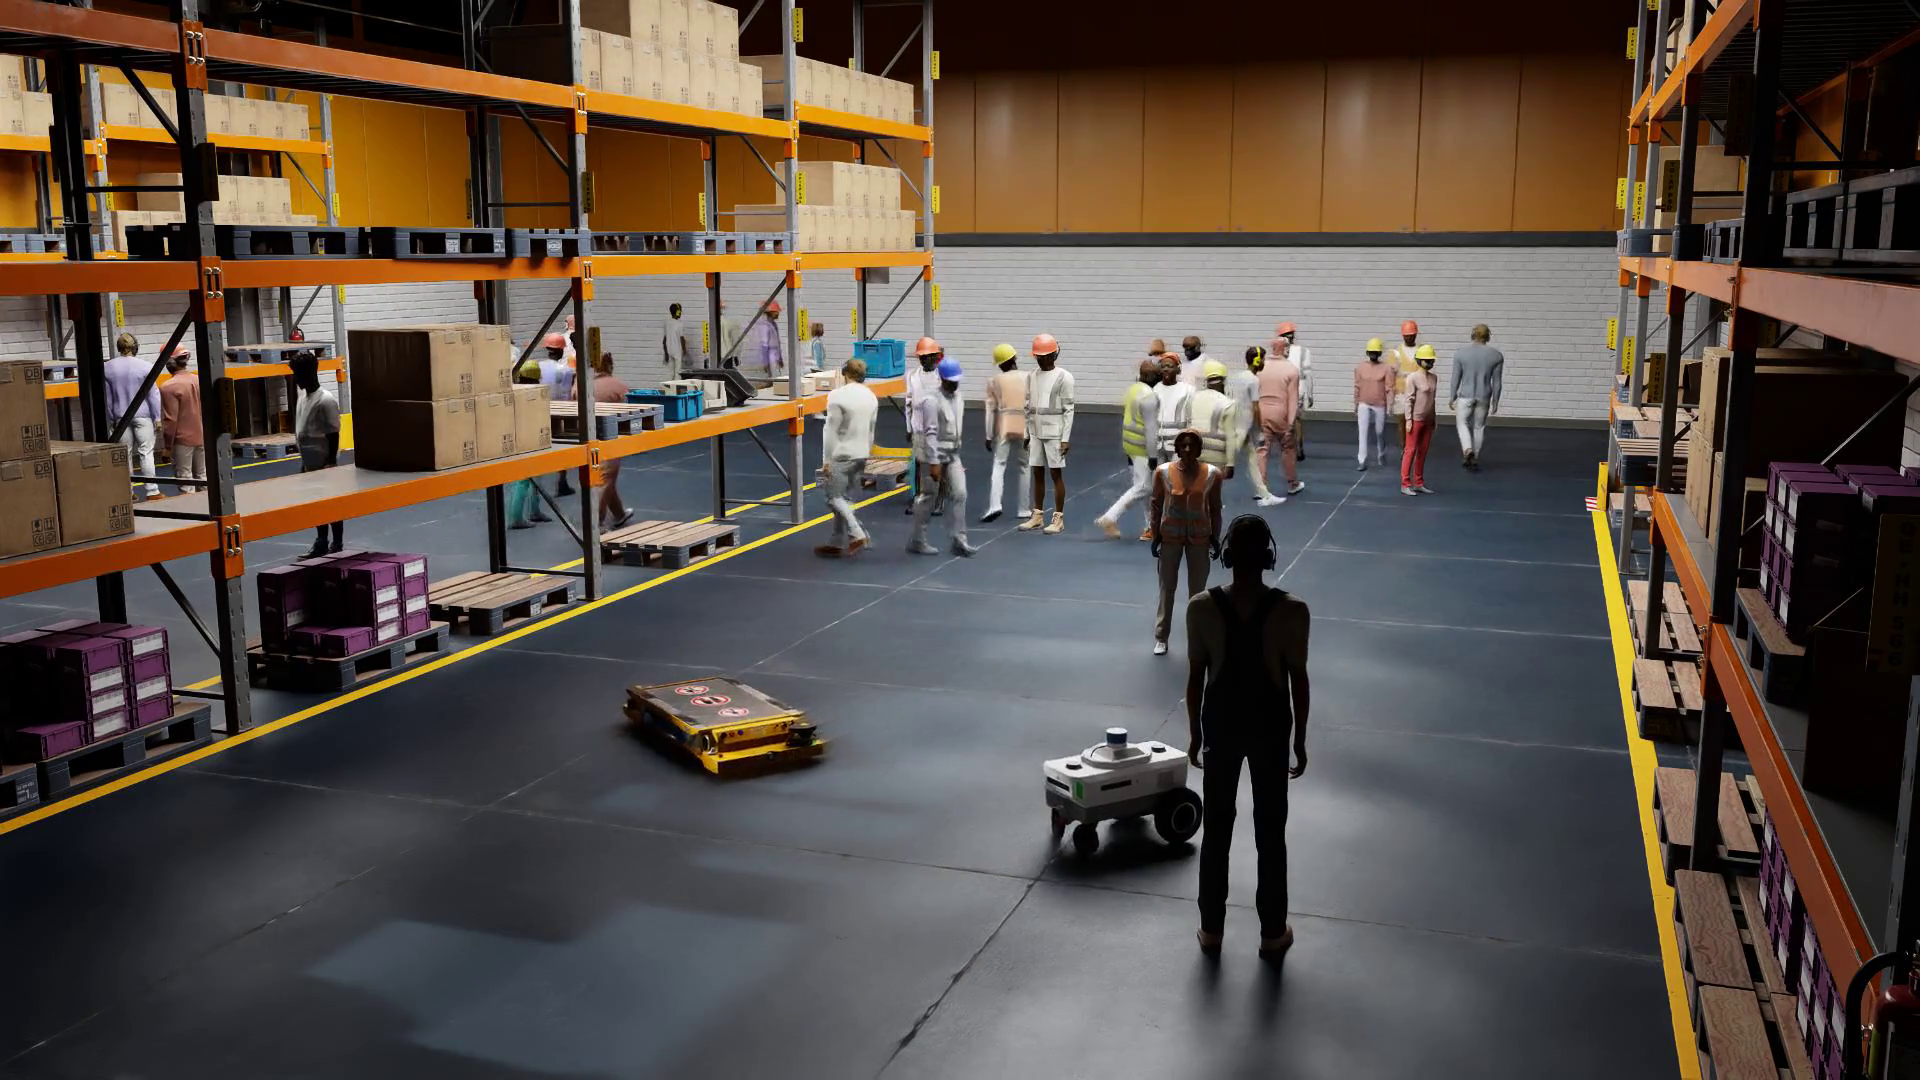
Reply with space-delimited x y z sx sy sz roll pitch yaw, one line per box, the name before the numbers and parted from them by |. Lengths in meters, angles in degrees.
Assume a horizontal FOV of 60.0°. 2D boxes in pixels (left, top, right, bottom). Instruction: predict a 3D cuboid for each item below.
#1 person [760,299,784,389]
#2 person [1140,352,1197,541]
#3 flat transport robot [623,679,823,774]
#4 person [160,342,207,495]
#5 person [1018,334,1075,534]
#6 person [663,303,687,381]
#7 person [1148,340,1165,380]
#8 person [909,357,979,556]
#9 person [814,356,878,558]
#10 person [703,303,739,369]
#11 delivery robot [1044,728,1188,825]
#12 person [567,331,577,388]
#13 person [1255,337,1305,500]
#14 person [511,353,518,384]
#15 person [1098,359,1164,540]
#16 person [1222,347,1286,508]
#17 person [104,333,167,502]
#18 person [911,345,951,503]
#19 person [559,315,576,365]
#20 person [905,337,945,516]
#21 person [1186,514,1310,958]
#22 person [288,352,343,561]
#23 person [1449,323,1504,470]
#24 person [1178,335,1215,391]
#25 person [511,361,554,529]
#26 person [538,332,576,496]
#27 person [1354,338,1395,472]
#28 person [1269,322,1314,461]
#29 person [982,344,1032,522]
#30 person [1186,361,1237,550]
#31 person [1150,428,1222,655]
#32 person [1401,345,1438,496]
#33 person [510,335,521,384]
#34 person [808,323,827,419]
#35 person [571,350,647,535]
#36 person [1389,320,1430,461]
person | -3.223 -3.074 28.204 0.882 2.017 0.638 1 10 5
person | 2.038 -0.906 16.360 0.582 1.884 0.351 6 12 31
flat transport robot | -1.429 1.059 9.839 0.652 0.197 1.431 -6 12 -32
person | -7.661 -0.970 16.436 0.389 1.986 0.608 2 10 12
person | 0.868 -1.074 16.887 0.605 2.035 0.385 9 13 41
person | -5.207 -3.404 30.477 0.532 1.868 0.310 7 12 35
person | 2.827 -2.044 23.629 0.525 1.576 0.910 -5 11 -27
person | -0.156 -0.767 15.531 0.837 1.893 0.633 8 13 37
person | -1.078 -0.759 15.490 0.528 1.891 0.657 6 12 31
person | -4.170 -3.233 29.317 0.775 1.950 0.397 -5 11 -28
delivery robot | 0.764 1.167 8.164 0.707 0.478 0.477 -6 12 -31
person | -5.466 -2.163 23.983 0.320 1.692 0.531 5 11 28
person | 3.712 -1.421 19.333 0.642 1.862 0.933 7 12 35
person | -5.918 -1.791 21.411 0.552 1.854 0.535 -1 10 -4
person | 1.767 -0.887 16.462 0.723 1.816 0.638 -1 10 -5
person | 3.152 -1.248 18.558 1.008 1.807 0.531 -2 10 -9
person | -9.353 -1.371 18.831 0.631 1.940 0.372 0 10 -1
person | -0.320 -1.335 19.027 0.591 1.794 0.965 5 11 25
person | -5.712 -2.376 24.635 0.653 1.896 0.401 -6 12 -30
person | -0.344 -1.223 17.994 0.546 1.939 0.375 4 11 23
person | 1.175 0.806 6.837 0.508 1.845 0.345 3 10 14
person | -5.881 -0.738 15.208 0.608 1.958 0.399 10 14 44
person | 6.670 -1.836 21.491 0.643 1.923 0.578 2 10 10
person | 3.045 -1.670 20.900 0.693 1.810 0.647 -7 12 -35
person | -4.392 -0.981 17.204 0.667 1.735 0.526 -7 12 -36
person | -4.726 -1.437 19.236 0.554 1.924 0.581 4 11 20
person | 5.428 -1.789 21.774 0.534 1.731 0.867 4 11 24
person | 4.414 -1.956 22.235 0.608 1.897 0.415 1 10 3
person | 0.630 -1.124 17.605 0.768 1.886 0.642 1 10 5
person | 2.412 -0.812 16.037 0.414 1.813 0.653 -9 13 -40
person | 1.611 0.011 11.883 0.514 1.642 0.310 1 10 4
person | 5.412 -1.400 19.476 0.533 1.767 0.324 -8 13 -36
person | -6.885 -2.398 25.257 0.507 1.693 0.899 -1 10 -6
person | -2.408 -2.834 27.946 0.412 1.627 0.520 -2 10 -10
person | -3.578 -0.994 16.956 0.659 1.855 1.017 4 11 22
person | 6.057 -2.000 22.444 0.559 1.910 0.677 3 10 15
